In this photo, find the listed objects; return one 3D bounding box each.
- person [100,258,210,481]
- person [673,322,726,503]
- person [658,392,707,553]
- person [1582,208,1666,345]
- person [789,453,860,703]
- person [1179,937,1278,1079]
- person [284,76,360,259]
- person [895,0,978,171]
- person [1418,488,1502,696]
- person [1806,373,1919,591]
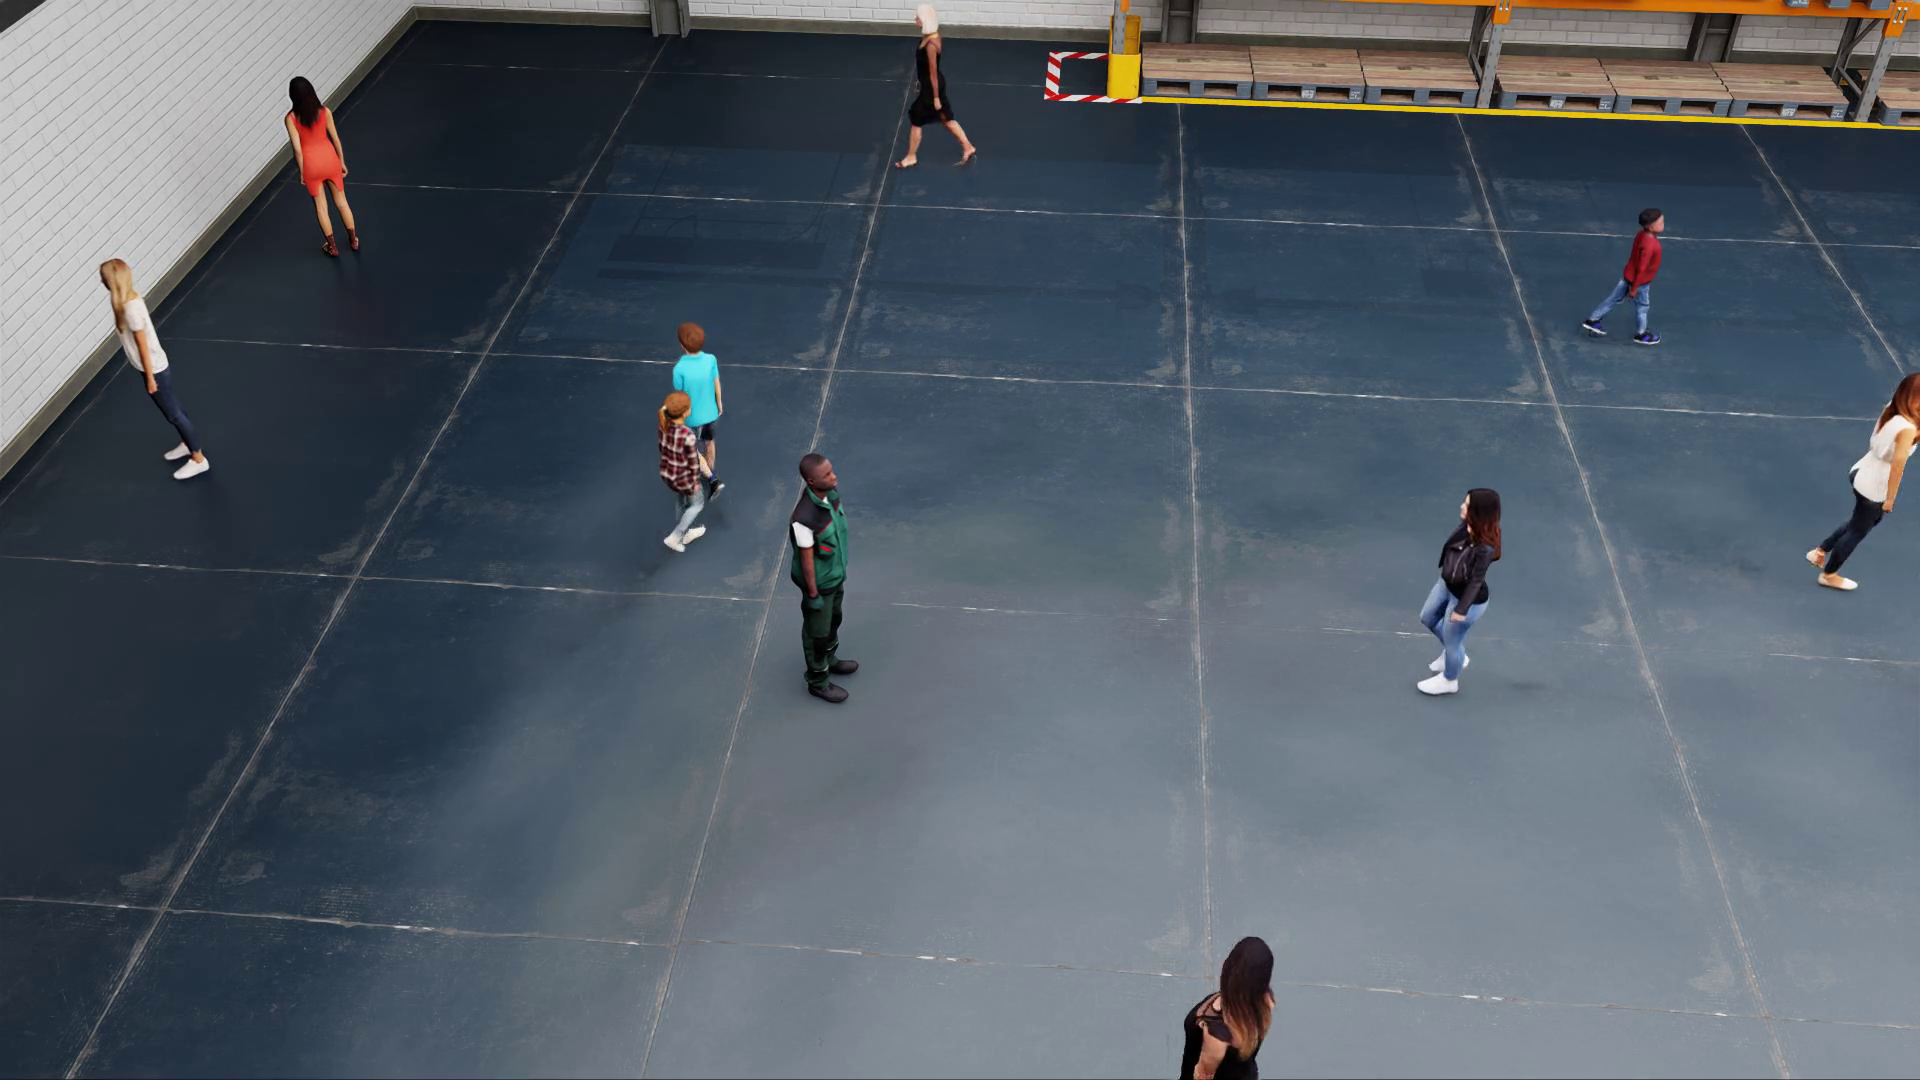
[{"bbox_3d":[-6.016,-1.293,12.421,0.679,1.808,0.645,-22,43,-25],"label":"person"},{"bbox_3d":[-1.901,-0.926,12.260,0.805,1.435,0.858,-26,46,-29],"label":"person"},{"bbox_3d":[-2.020,-0.449,11.776,0.714,1.293,0.761,27,46,30],"label":"person"},{"bbox_3d":[5.650,-2.229,14.052,0.859,1.233,0.520,5,39,6],"label":"person"},{"bbox_3d":[-0.882,0.215,10.507,0.642,1.839,0.709,8,39,10],"label":"person"},{"bbox_3d":[1.203,2.551,7.714,0.816,1.675,0.805,13,41,16],"label":"person"},{"bbox_3d":[-5.815,-3.395,15.124,0.651,1.719,0.727,-24,44,-27],"label":"person"},{"bbox_3d":[-0.186,-4.440,16.439,1.045,1.710,0.594,4,39,5],"label":"person"},{"bbox_3d":[3.251,0.347,10.516,0.621,1.622,0.654,0,39,1],"label":"person"},{"bbox_3d":[6.125,-0.399,11.326,0.651,1.776,0.650,8,39,9],"label":"person"}]
